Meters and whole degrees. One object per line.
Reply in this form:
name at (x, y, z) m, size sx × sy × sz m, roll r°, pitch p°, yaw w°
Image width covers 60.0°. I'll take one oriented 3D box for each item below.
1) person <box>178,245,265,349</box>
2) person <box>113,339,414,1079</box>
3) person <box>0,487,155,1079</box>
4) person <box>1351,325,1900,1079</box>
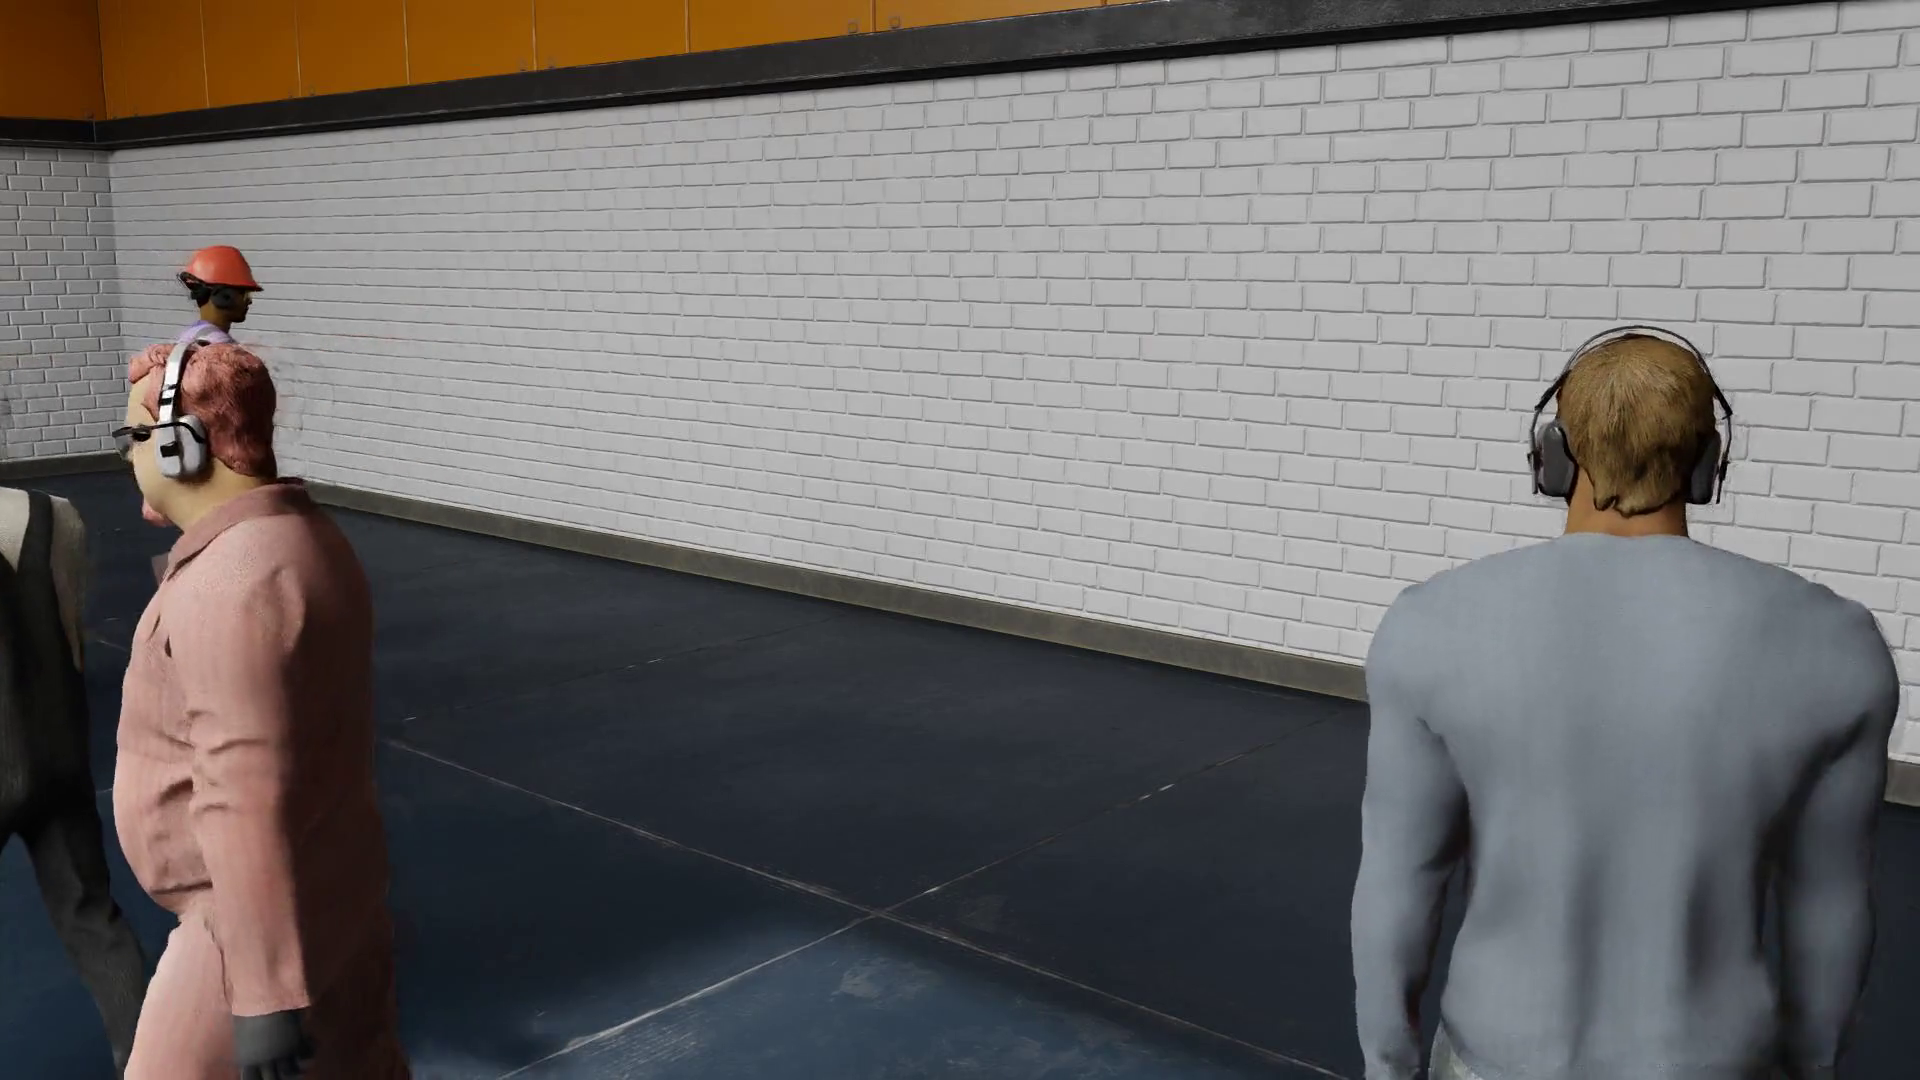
person at (-3.246, -0.278, 7.373) m, size 0.477 × 2.036 × 0.661 m, roll -6°, pitch 12°, yaw -33°
person at (-1.263, 0.621, 2.724) m, size 0.892 × 1.867 × 0.654 m, roll -1°, pitch 10°, yaw -8°
person at (-2.060, 0.514, 3.562) m, size 0.933 × 1.806 × 0.524 m, roll 5°, pitch 11°, yaw 25°
person at (0.856, 0.683, 2.227) m, size 0.641 × 1.921 × 0.464 m, roll 4°, pitch 11°, yaw 20°
